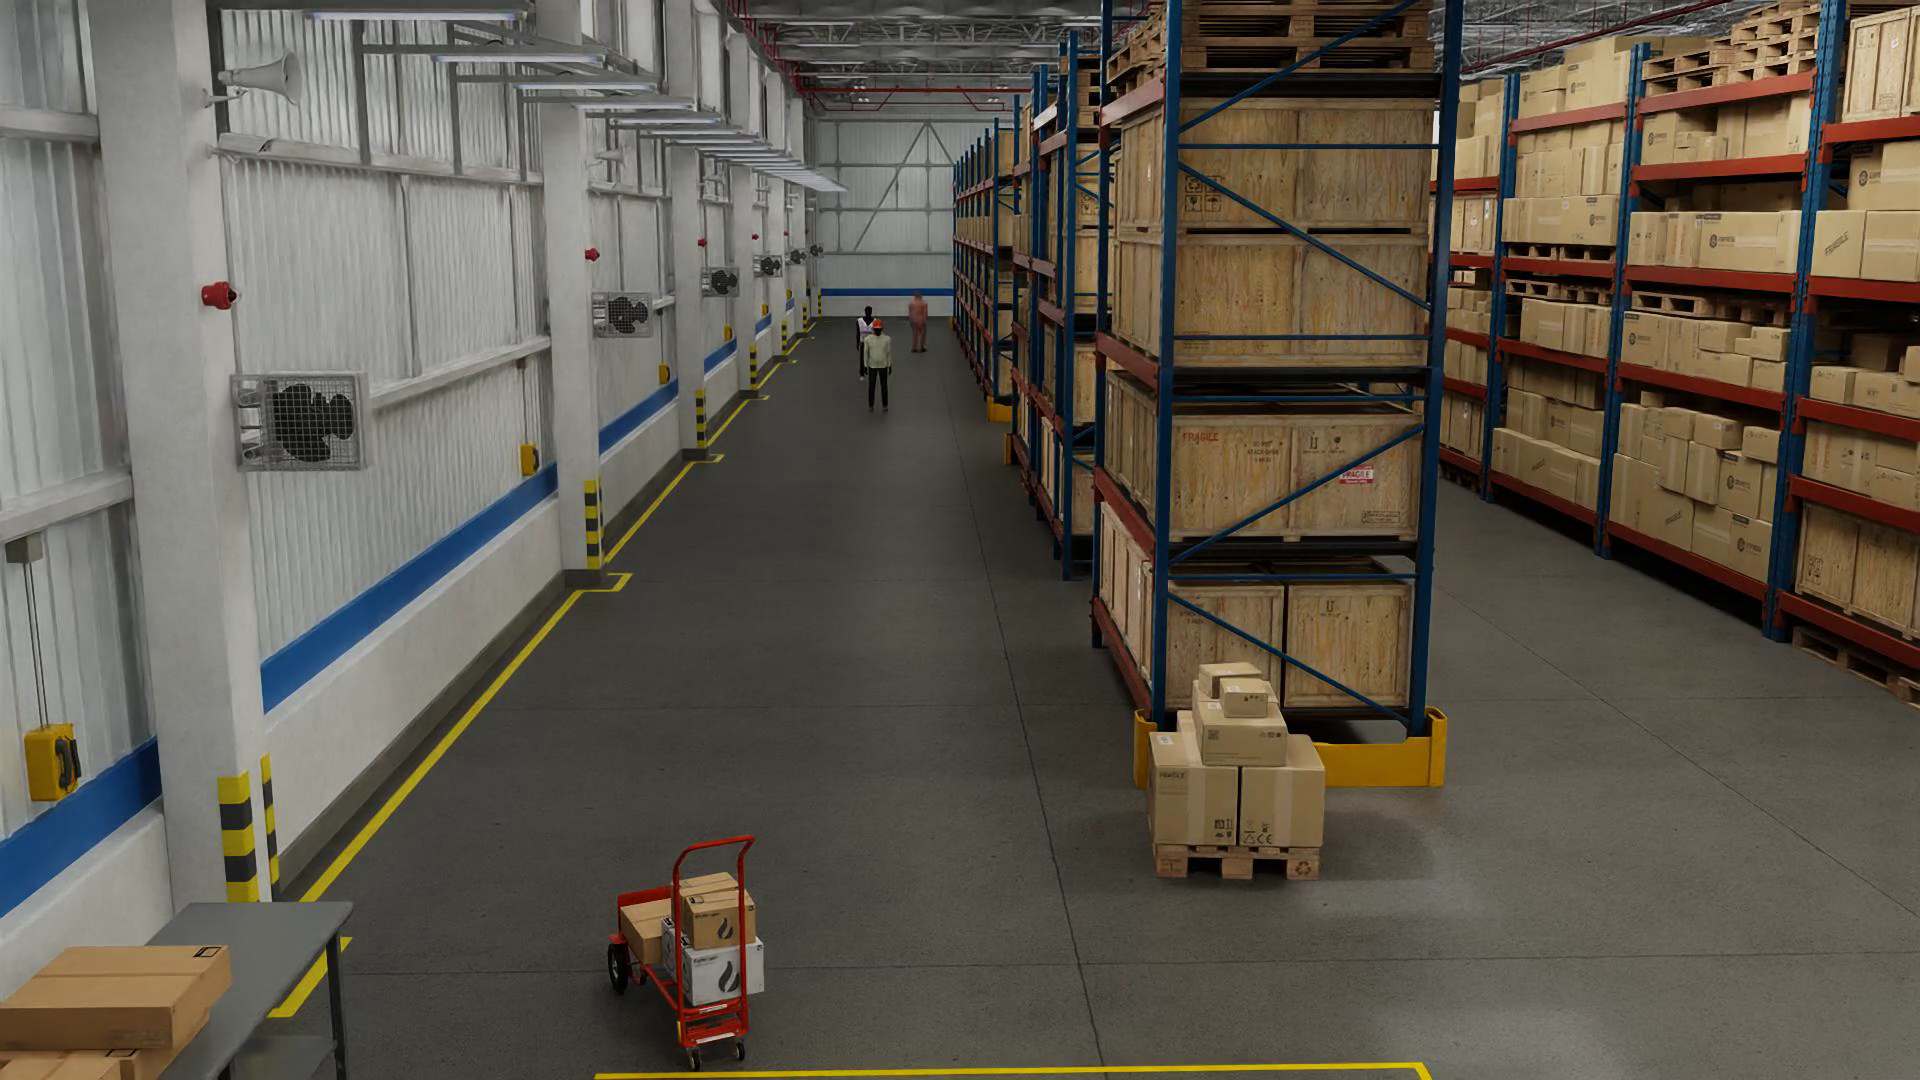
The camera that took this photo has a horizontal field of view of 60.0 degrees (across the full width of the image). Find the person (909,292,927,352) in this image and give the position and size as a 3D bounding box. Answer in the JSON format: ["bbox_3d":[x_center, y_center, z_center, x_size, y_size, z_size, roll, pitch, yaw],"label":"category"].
[{"bbox_3d":[-1.296,-6.781,51.791,0.665,1.863,0.837,4,12,19],"label":"person"}]

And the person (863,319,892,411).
[{"bbox_3d":[-1.762,-3.738,35.638,0.618,1.986,0.408,-1,11,-5],"label":"person"}]

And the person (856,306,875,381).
[{"bbox_3d":[-2.359,-5.034,42.586,0.602,1.906,0.405,-2,11,-8],"label":"person"}]
